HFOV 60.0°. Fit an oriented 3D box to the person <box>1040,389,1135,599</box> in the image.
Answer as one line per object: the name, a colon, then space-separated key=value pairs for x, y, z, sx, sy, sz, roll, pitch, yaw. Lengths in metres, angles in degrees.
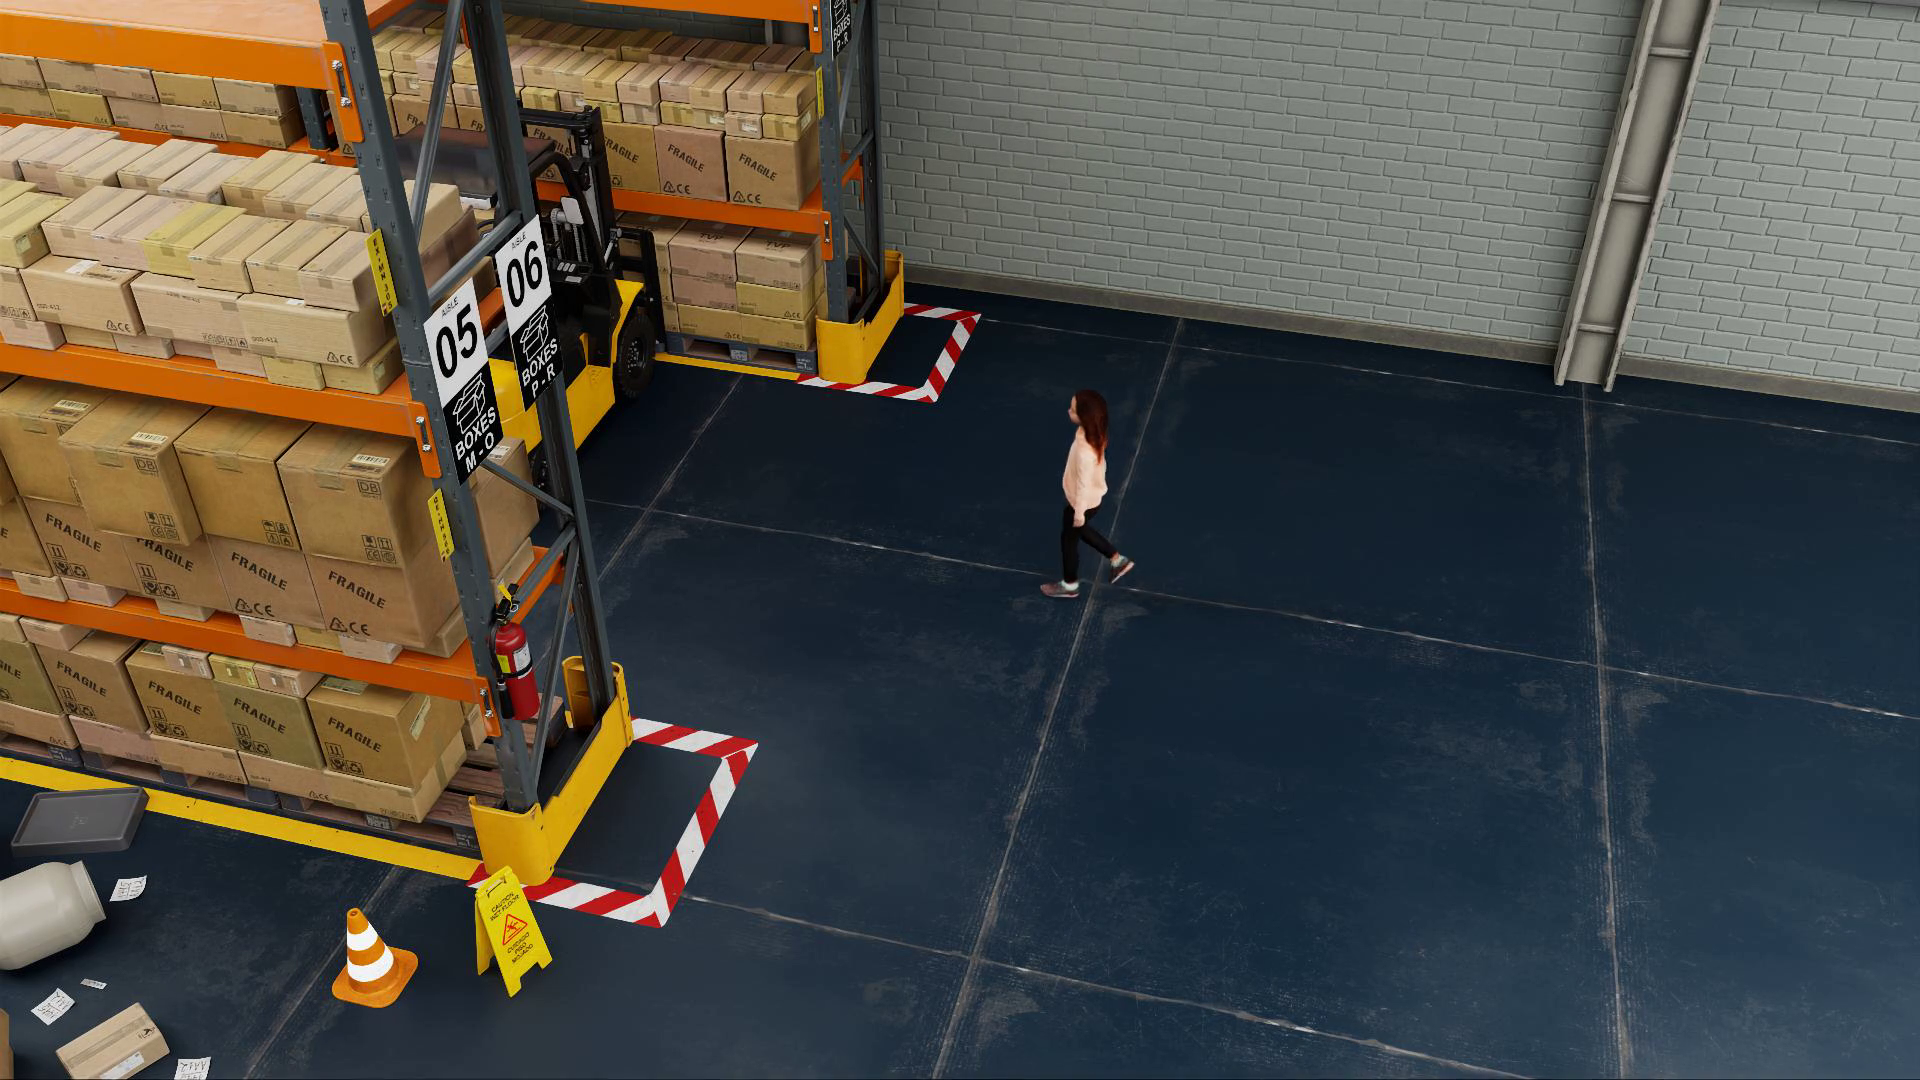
person: x=0.777 y=-0.255 z=9.805 sx=0.803 sy=1.470 sz=0.618 roll=5 pitch=38 yaw=7
